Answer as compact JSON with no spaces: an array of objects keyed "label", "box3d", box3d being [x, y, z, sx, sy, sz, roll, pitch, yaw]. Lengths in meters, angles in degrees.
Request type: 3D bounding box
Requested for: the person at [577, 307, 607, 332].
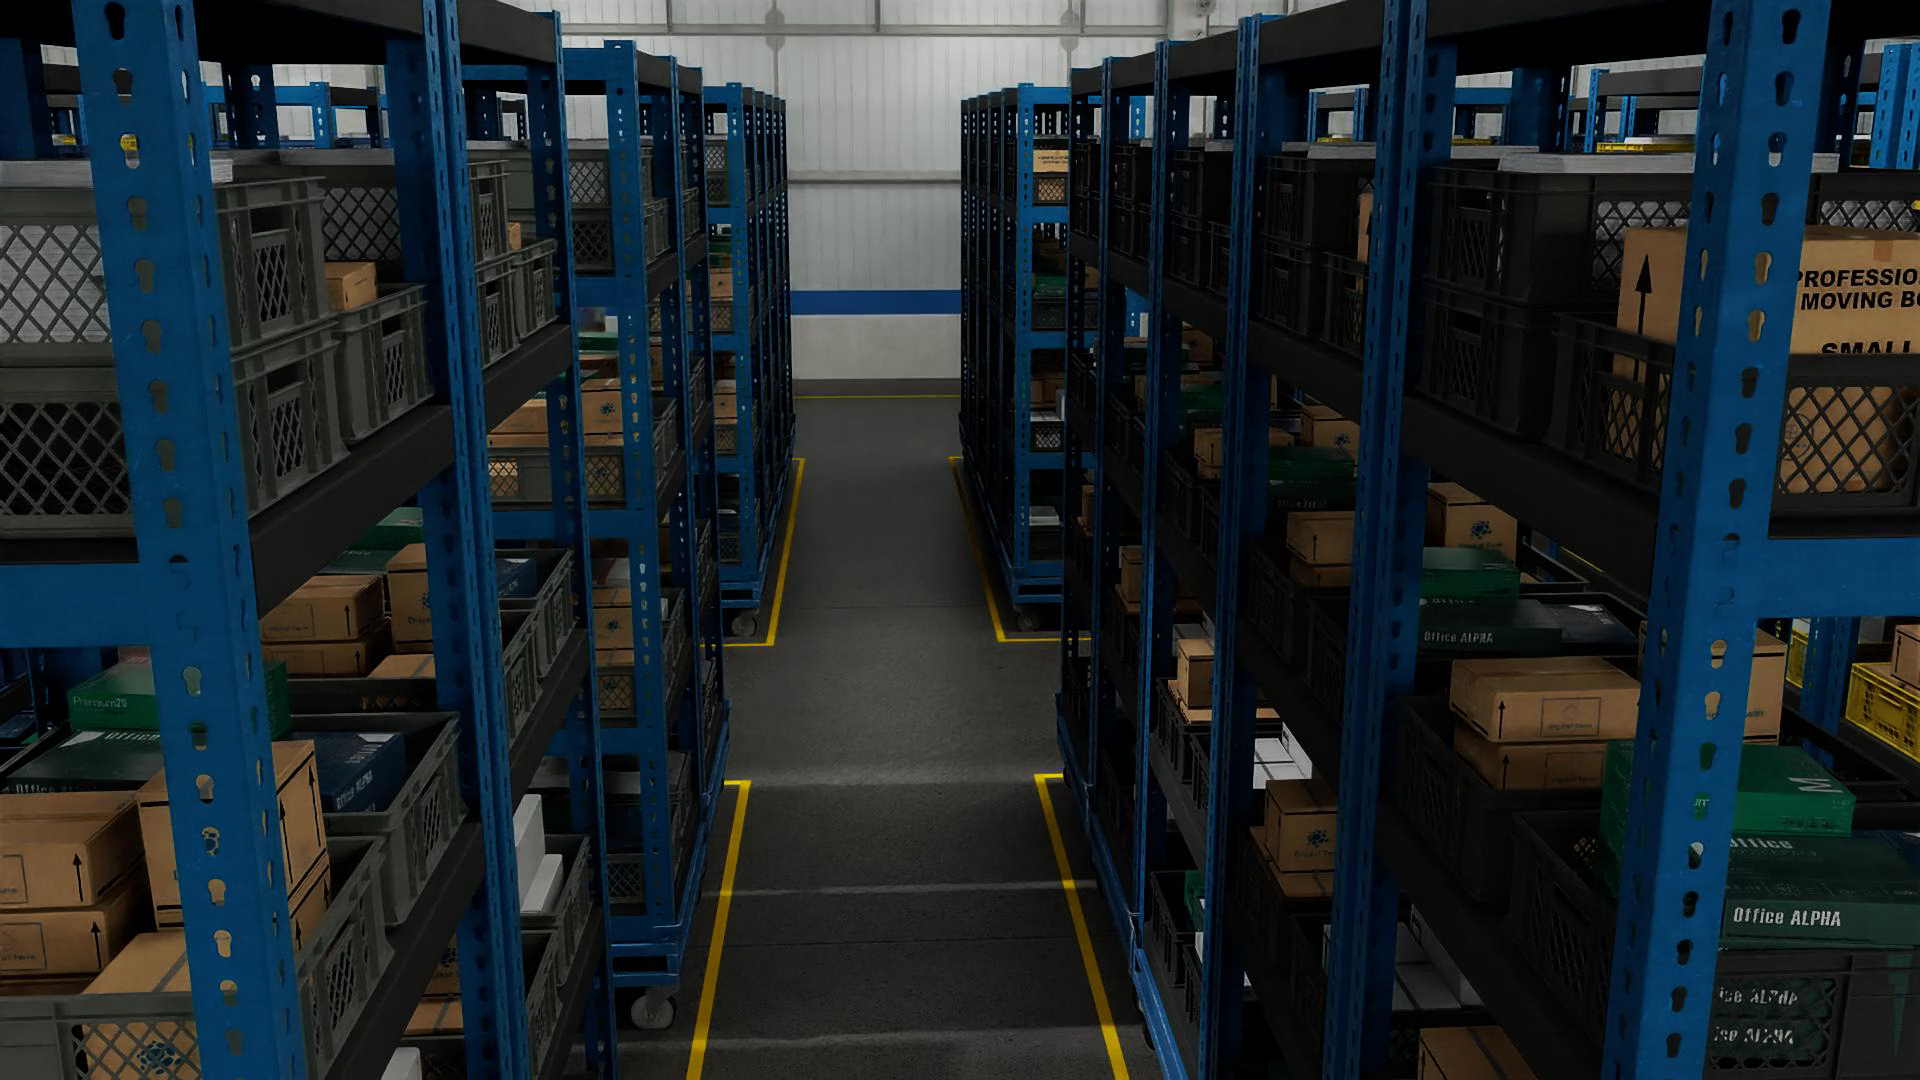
[{"label":"person","box3d":[-4.132,-2.164,18.814,0.971,1.790,0.600,-5,15,-21]}]
